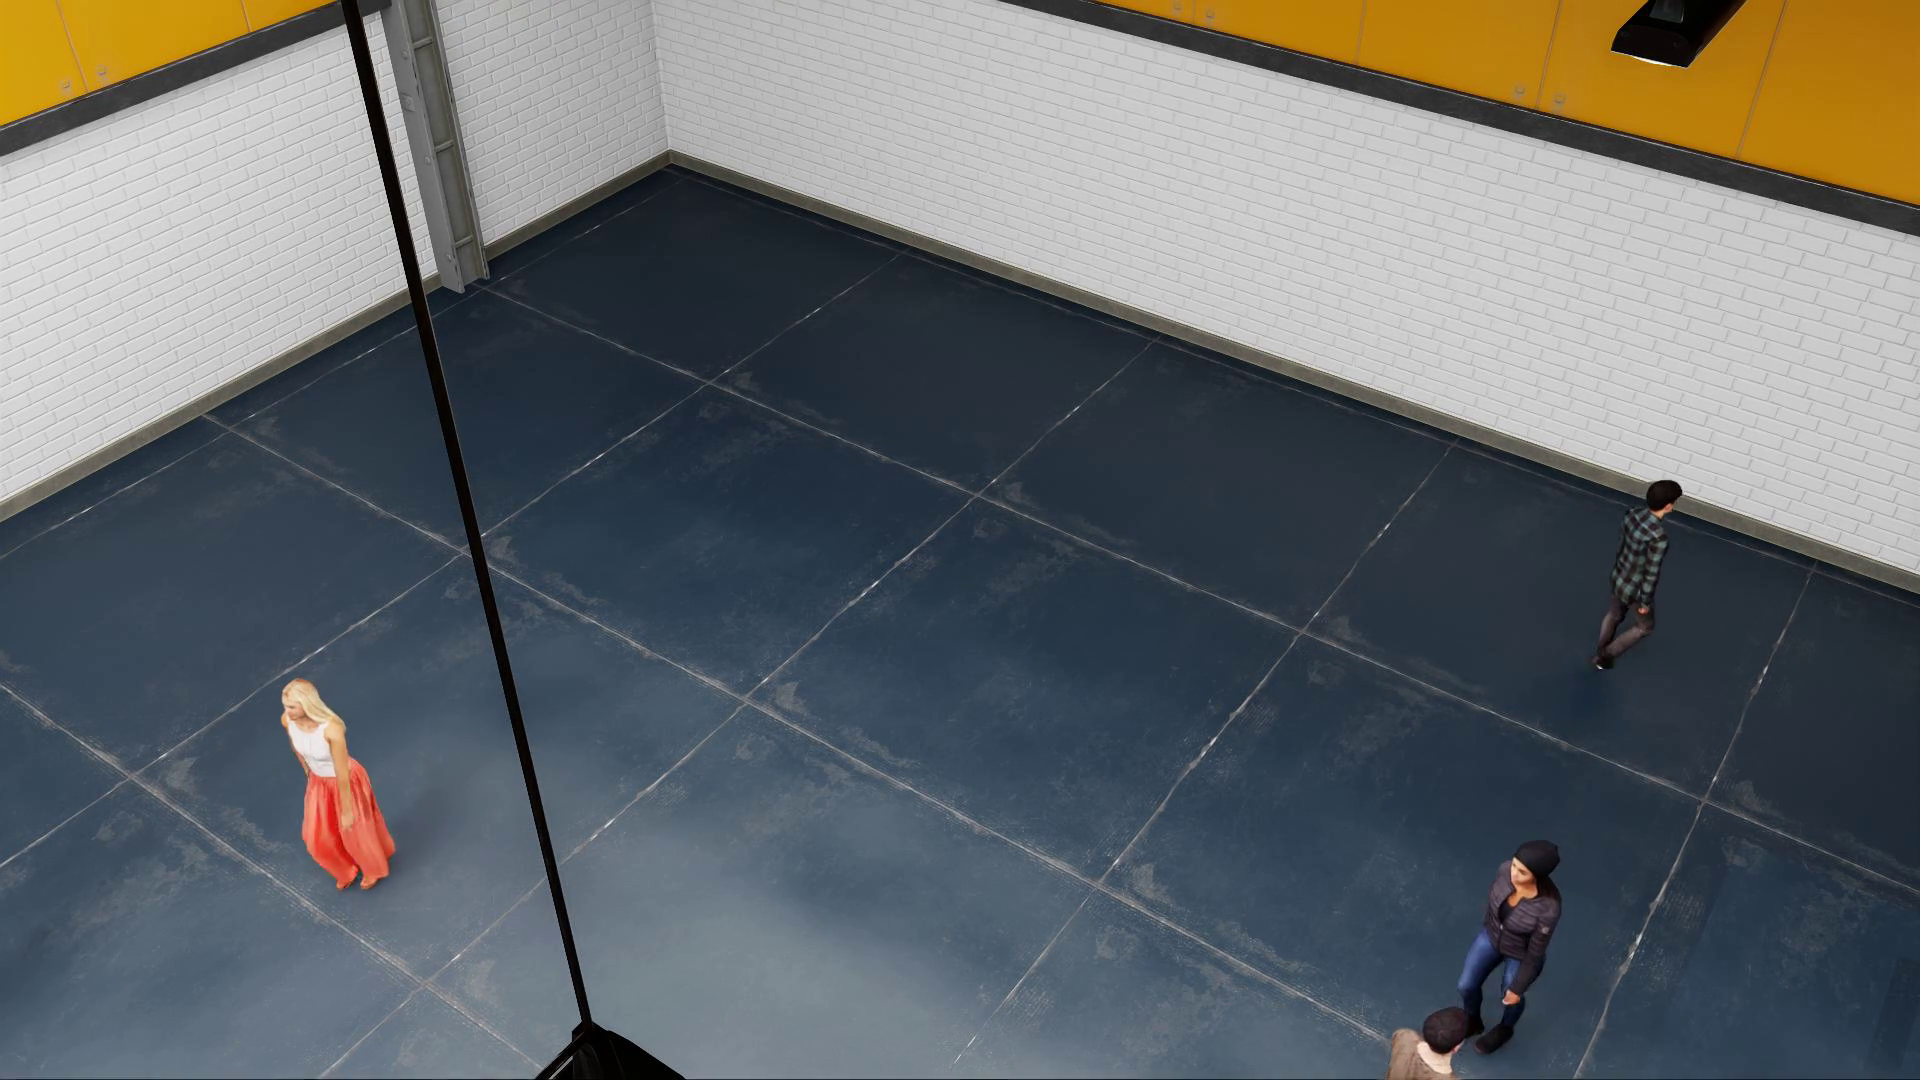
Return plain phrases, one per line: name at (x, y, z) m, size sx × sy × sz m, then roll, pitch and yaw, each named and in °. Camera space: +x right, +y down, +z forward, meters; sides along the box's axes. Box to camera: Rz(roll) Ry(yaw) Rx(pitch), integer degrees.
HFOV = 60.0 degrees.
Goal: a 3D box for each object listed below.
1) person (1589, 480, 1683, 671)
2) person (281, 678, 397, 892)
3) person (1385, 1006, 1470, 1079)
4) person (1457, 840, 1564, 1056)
person at (4.789, 0.289, 11.971) m, size 0.845 × 1.711 × 0.814 m, roll -7°, pitch 39°, yaw -9°
person at (-3.772, 1.454, 10.257) m, size 0.742 × 1.787 × 0.851 m, roll 13°, pitch 41°, yaw 16°
person at (2.190, 2.972, 8.306) m, size 1.111 × 1.850 × 0.853 m, roll -25°, pitch 45°, yaw -28°
person at (3.153, 2.268, 9.285) m, size 0.808 × 1.729 × 0.779 m, roll -21°, pitch 43°, yaw -24°
